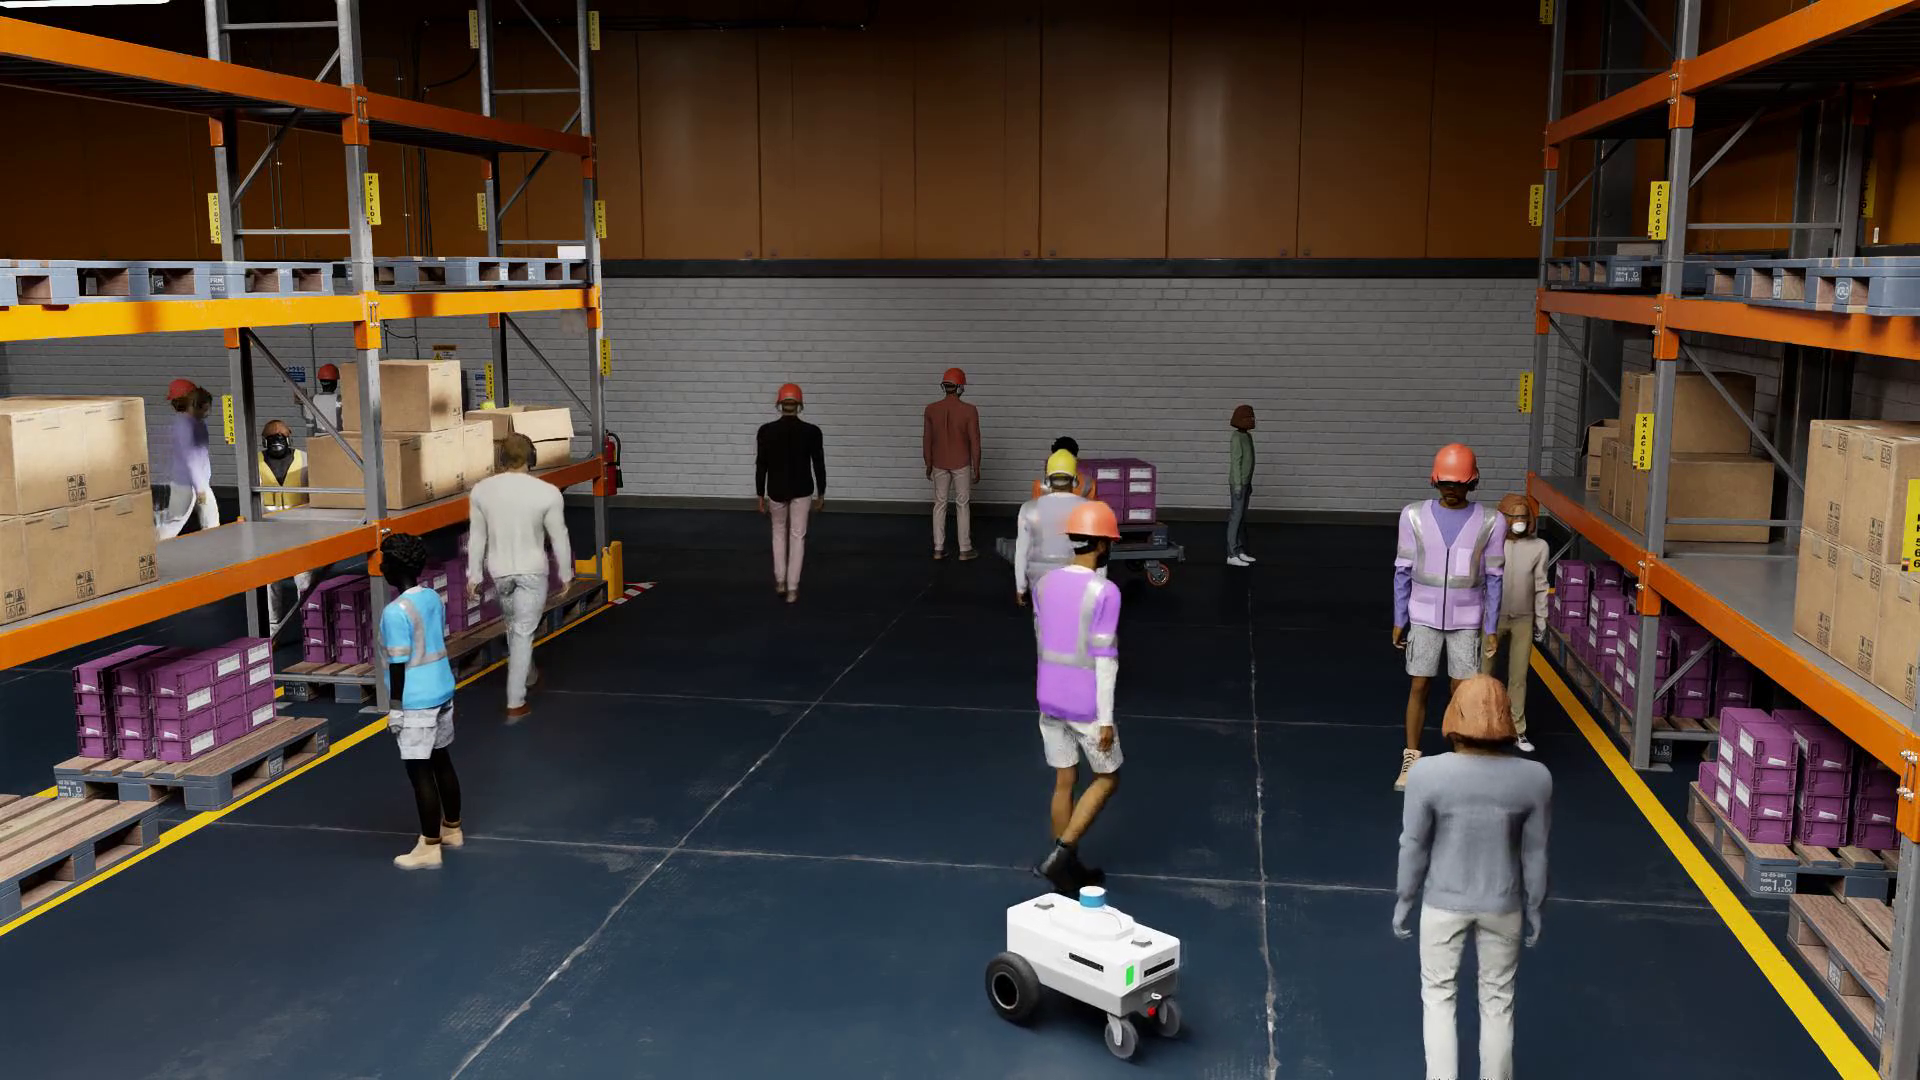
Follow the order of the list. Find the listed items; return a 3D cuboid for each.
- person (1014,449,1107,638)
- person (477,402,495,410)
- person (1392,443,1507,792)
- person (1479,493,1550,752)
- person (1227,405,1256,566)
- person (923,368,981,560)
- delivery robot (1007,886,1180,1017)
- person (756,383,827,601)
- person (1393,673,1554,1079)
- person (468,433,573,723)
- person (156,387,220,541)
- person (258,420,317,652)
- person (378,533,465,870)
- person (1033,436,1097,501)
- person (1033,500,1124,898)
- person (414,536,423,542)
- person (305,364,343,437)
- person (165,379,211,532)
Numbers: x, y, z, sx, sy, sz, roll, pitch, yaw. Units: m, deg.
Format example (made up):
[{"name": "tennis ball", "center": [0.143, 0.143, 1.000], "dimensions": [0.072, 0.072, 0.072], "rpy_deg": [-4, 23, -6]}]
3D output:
[{"name": "person", "center": [0.667, 0.301, 11.069], "dimensions": [0.618, 1.818, 0.519], "rpy_deg": [1, 9, 4]}, {"name": "person", "center": [-4.377, -0.449, 15.858], "dimensions": [0.923, 1.778, 0.613], "rpy_deg": [-4, 10, -25]}, {"name": "person", "center": [2.764, 0.457, 9.455], "dimensions": [0.605, 2.034, 0.392], "rpy_deg": [3, 10, 20]}, {"name": "person", "center": [3.408, 0.517, 10.342], "dimensions": [0.500, 1.628, 0.277], "rpy_deg": [0, 9, 0]}, {"name": "person", "center": [2.879, -0.561, 16.951], "dimensions": [0.273, 1.636, 0.507], "rpy_deg": [4, 10, 22]}, {"name": "person", "center": [-0.070, -0.788, 17.248], "dimensions": [0.622, 1.992, 0.395], "rpy_deg": [3, 10, 20]}, {"name": "delivery robot", "center": [0.521, 1.614, 6.574], "dimensions": [0.477, 0.478, 0.707], "rpy_deg": [-9, 12, -43]}, {"name": "person", "center": [-1.538, -0.455, 15.275], "dimensions": [0.642, 1.962, 0.810], "rpy_deg": [0, 9, -2]}, {"name": "person", "center": [1.763, 1.267, 5.726], "dimensions": [0.507, 1.640, 0.332], "rpy_deg": [1, 9, 7]}, {"name": "person", "center": [-2.932, 0.221, 11.304], "dimensions": [0.658, 1.898, 0.973], "rpy_deg": [1, 9, 8]}, {"name": "person", "center": [-7.438, -0.541, 16.129], "dimensions": [1.020, 1.868, 0.640], "rpy_deg": [-2, 9, -10]}, {"name": "person", "center": [-5.319, -0.032, 13.087], "dimensions": [0.620, 1.836, 0.429], "rpy_deg": [-4, 10, -22]}, {"name": "person", "center": [-2.729, 0.804, 8.384], "dimensions": [0.323, 1.689, 0.536], "rpy_deg": [1, 9, 5]}, {"name": "person", "center": [0.821, 0.033, 13.100], "dimensions": [0.536, 1.696, 0.321], "rpy_deg": [-1, 9, -8]}, {"name": "person", "center": [0.564, 0.768, 7.927], "dimensions": [0.512, 1.912, 0.546], "rpy_deg": [-9, 13, -43]}, {"name": "person", "center": [-6.078, -0.849, 18.100], "dimensions": [0.430, 1.845, 0.619], "rpy_deg": [-1, 9, -6]}, {"name": "person", "center": [-7.145, -1.036, 18.953], "dimensions": [0.544, 1.939, 0.354], "rpy_deg": [0, 9, 0]}, {"name": "person", "center": [-7.582, -0.620, 16.395], "dimensions": [0.358, 1.937, 0.544], "rpy_deg": [-6, 11, -32]}]
